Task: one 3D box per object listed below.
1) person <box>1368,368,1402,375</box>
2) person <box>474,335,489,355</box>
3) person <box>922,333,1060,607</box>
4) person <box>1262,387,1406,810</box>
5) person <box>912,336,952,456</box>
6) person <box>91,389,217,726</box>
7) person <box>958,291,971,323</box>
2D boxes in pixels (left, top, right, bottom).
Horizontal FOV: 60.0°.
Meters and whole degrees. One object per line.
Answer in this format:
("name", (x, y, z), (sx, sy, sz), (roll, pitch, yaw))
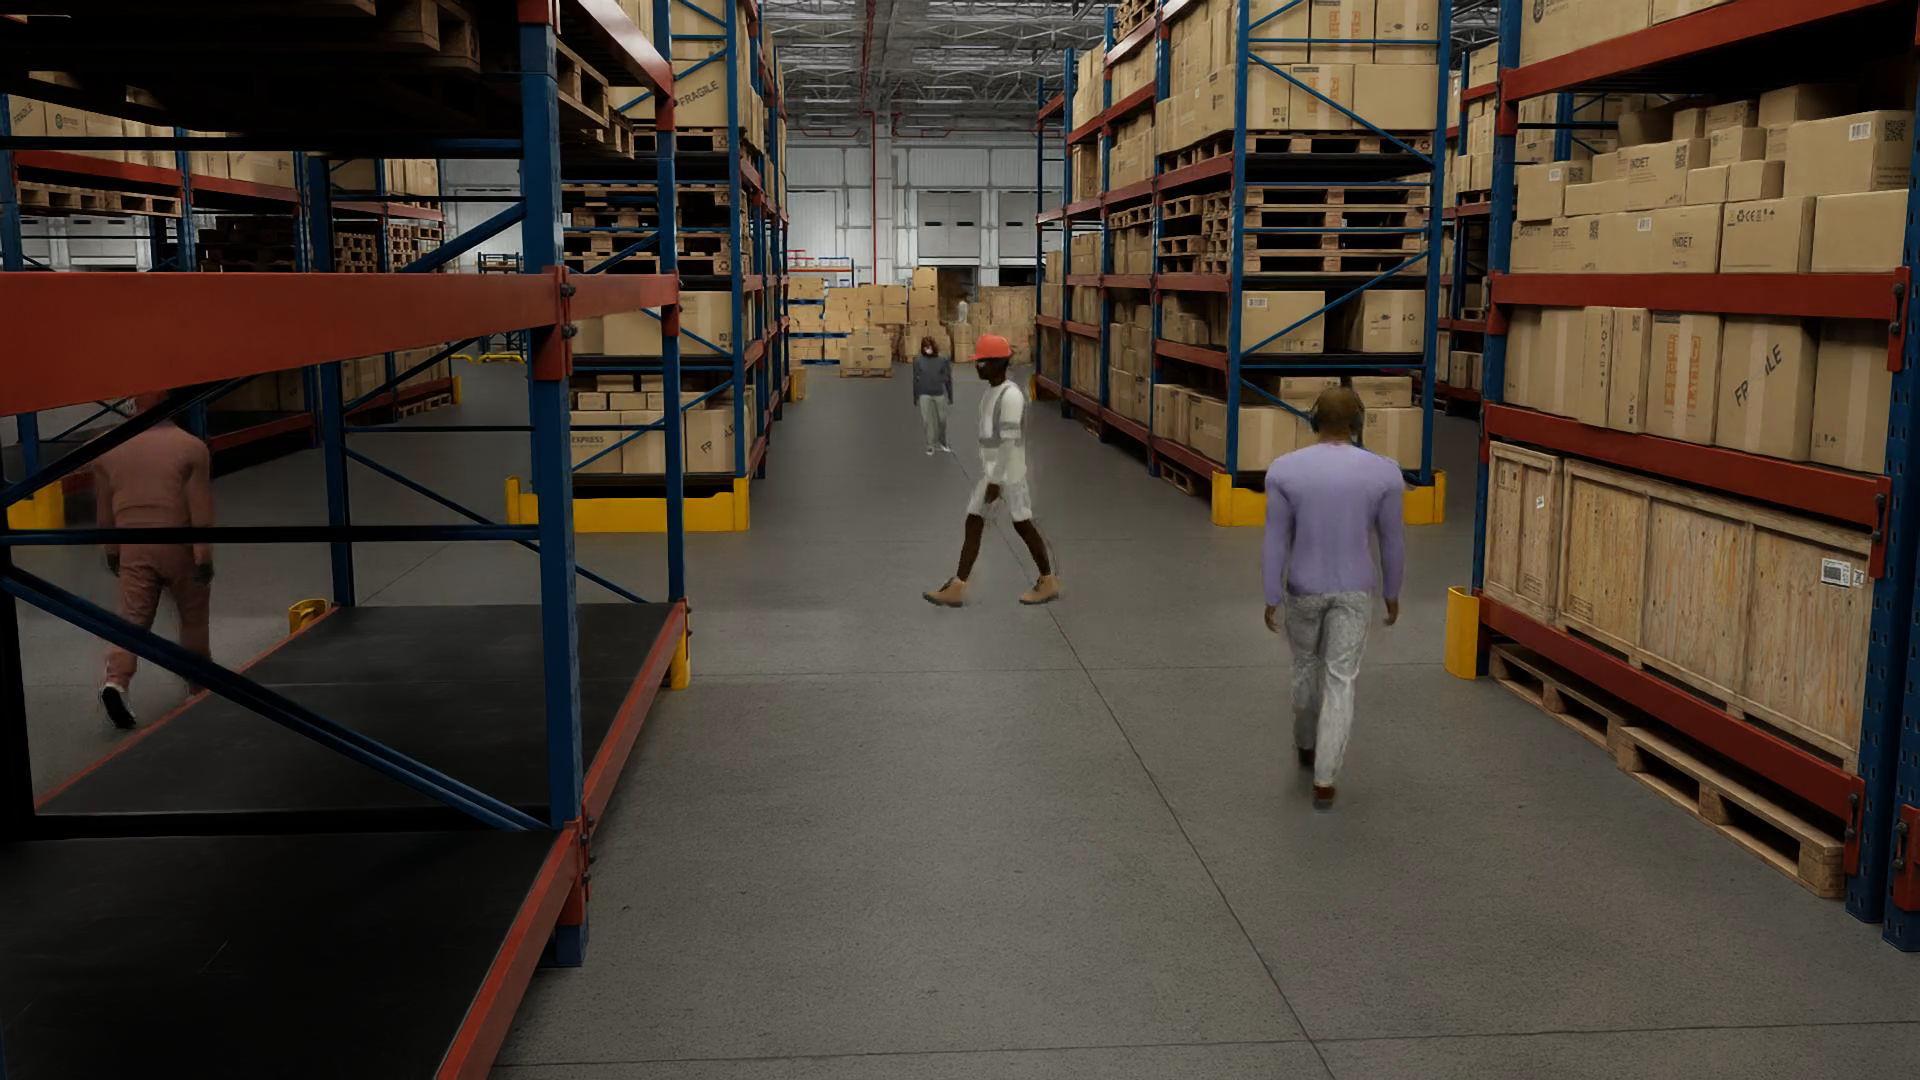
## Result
("person", (6.662, -2.624, 26.040), (0.627, 1.796, 0.976), (-1, 9, -5))
("person", (-14.390, -6.474, 50.021), (0.511, 1.844, 0.328), (2, 9, 13))
("person", (0.279, -0.491, 12.007), (1.049, 1.991, 0.625), (-4, 10, -22))
("person", (1.745, 0.231, 7.779), (0.648, 1.884, 1.013), (2, 9, 13))
("person", (-0.372, -1.925, 22.201), (0.524, 1.605, 0.466), (0, 9, -1))
("person", (-4.369, 0.041, 9.032), (0.654, 1.883, 0.859), (0, 9, -3))
("person", (0.259, -6.523, 50.106), (0.830, 1.910, 0.662), (1, 9, 5))
